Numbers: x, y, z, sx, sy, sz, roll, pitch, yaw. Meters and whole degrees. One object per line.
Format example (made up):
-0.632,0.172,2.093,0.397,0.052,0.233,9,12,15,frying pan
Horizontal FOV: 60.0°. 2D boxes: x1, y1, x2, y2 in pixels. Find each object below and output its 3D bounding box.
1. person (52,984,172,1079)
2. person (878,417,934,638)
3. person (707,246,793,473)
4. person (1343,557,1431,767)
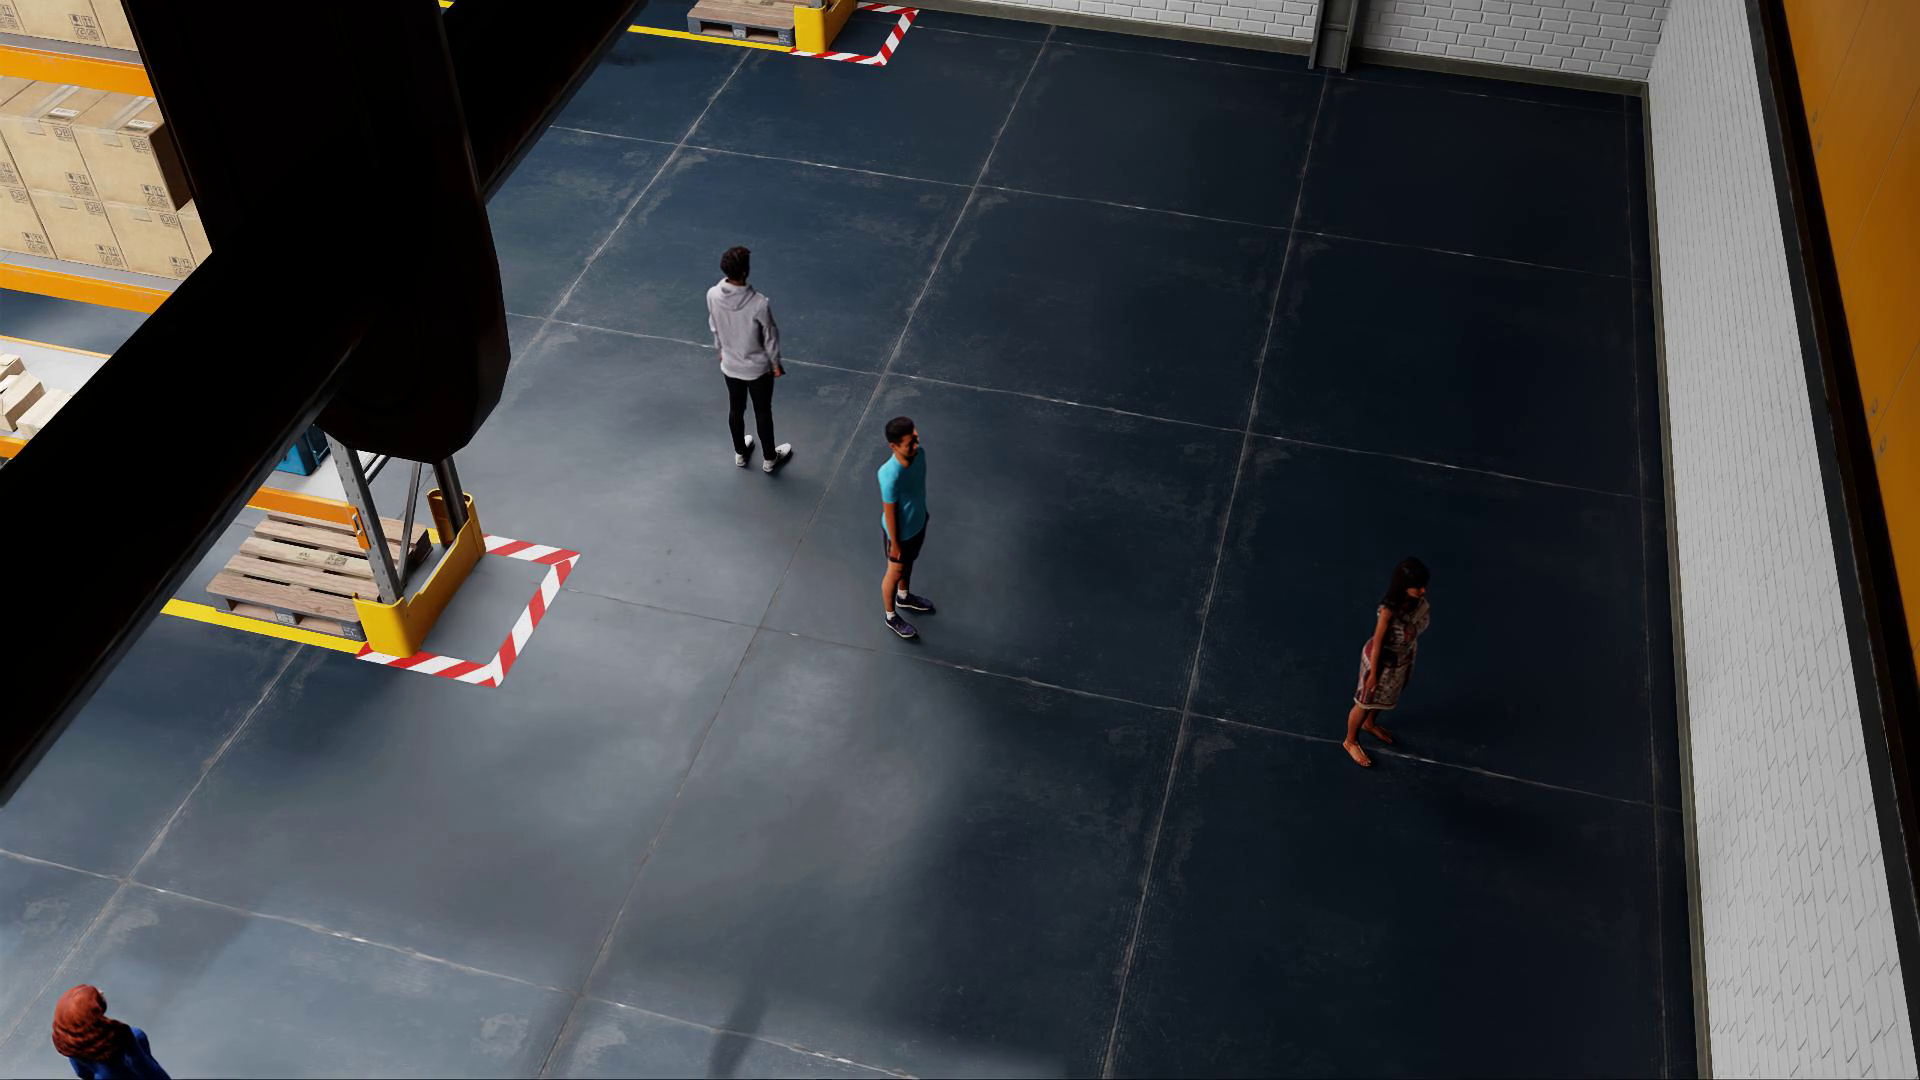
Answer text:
-3.997,2.717,8.097,0.494,1.828,0.670,10,44,10,person
-0.380,-0.113,11.108,0.563,1.774,0.656,18,46,18,person
-1.577,-1.321,12.262,0.541,1.930,0.747,13,45,13,person
2.666,0.720,10.327,0.711,1.645,0.725,34,53,31,person
